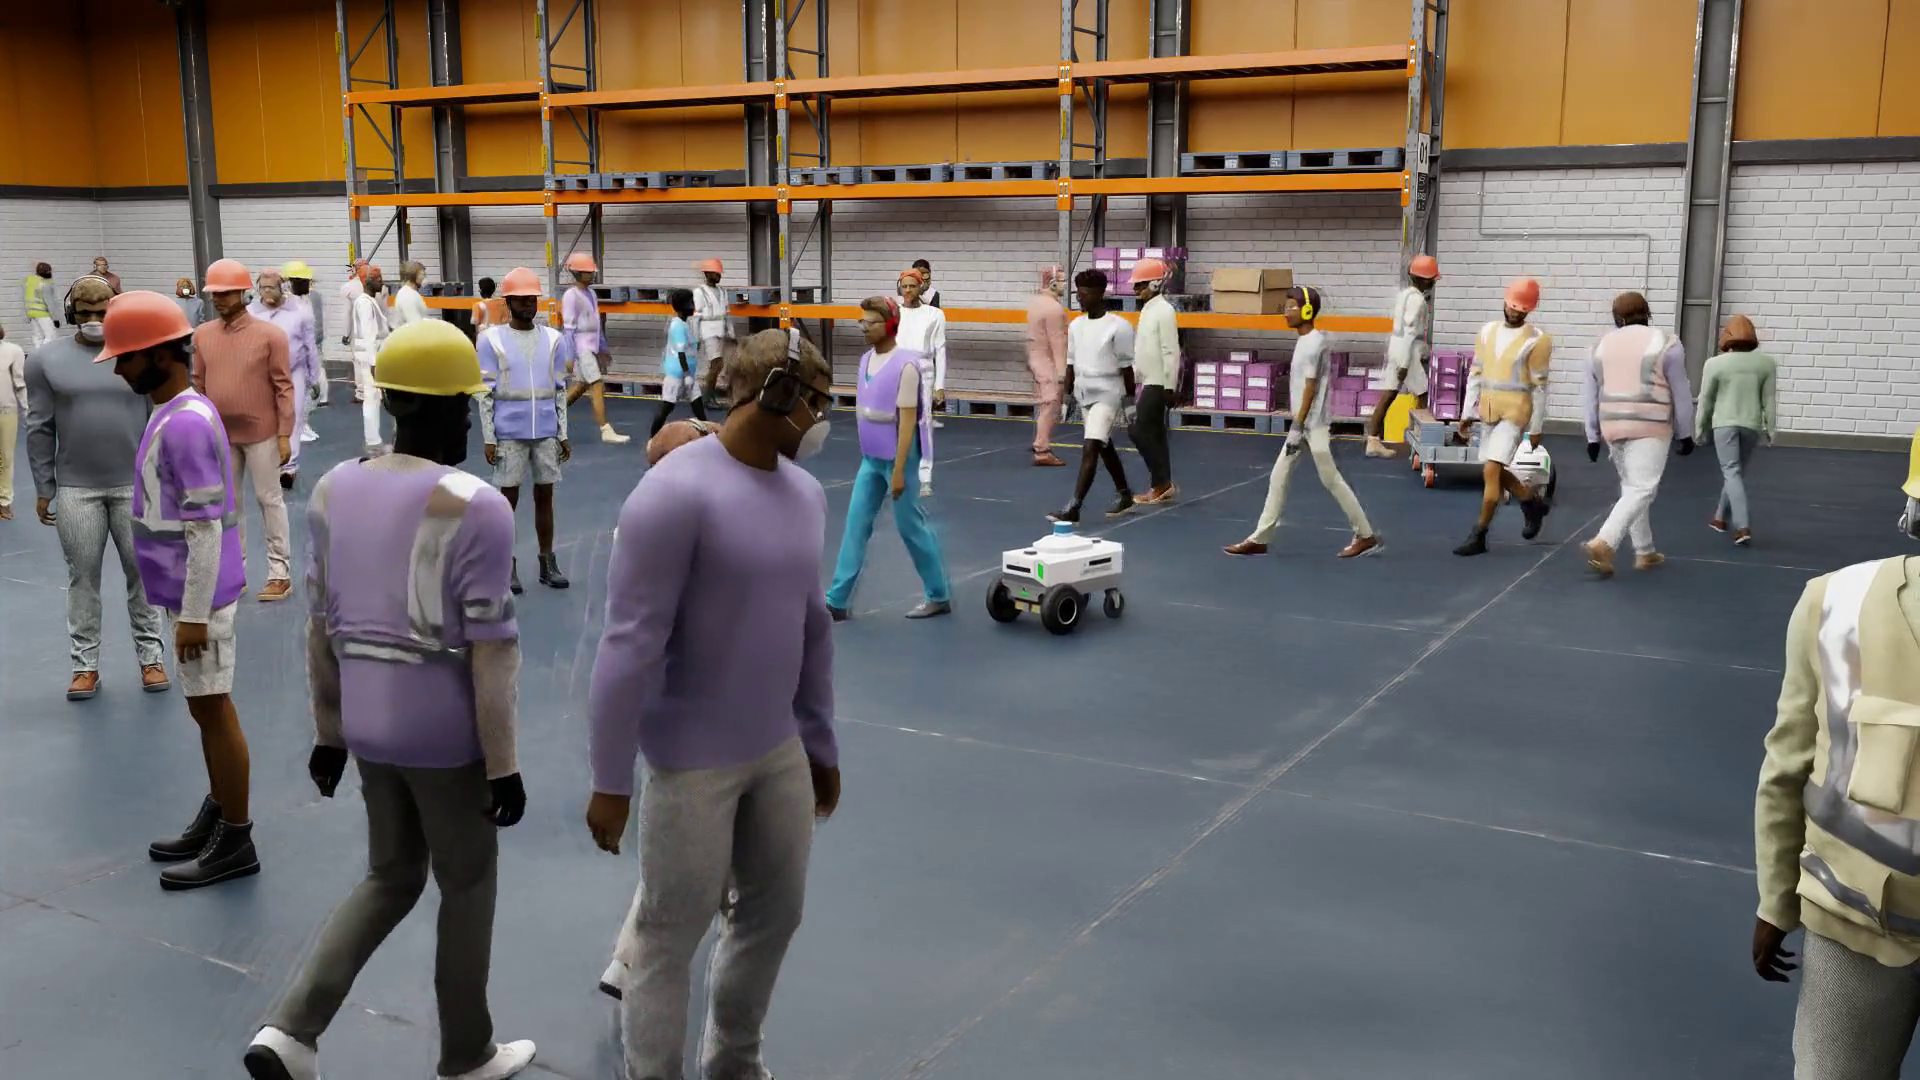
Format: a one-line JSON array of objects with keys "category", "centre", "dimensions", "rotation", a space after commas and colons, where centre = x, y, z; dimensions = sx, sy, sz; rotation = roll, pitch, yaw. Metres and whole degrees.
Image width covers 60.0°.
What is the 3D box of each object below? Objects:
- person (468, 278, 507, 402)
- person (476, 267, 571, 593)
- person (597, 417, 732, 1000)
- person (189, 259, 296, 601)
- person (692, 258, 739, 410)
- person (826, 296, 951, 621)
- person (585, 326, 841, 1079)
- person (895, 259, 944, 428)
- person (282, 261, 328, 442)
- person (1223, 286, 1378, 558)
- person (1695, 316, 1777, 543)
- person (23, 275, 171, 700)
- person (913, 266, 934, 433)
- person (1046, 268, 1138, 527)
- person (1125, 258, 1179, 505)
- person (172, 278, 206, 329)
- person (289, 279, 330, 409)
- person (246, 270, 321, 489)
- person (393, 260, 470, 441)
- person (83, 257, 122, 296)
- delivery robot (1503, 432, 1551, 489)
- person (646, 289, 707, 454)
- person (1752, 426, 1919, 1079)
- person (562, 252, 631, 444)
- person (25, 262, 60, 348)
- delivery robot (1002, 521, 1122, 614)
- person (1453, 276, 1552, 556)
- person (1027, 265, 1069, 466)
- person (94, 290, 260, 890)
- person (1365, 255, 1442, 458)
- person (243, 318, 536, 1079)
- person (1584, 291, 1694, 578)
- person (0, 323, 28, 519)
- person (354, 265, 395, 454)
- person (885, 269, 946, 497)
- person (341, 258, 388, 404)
[{"category": "person", "centre": [-6.190, -2.580, 21.699], "dimensions": [0.867, 1.648, 0.536], "rotation": [5, 11, 27]}, {"category": "person", "centre": [-2.597, -0.654, 9.977], "dimensions": [0.545, 1.942, 0.353], "rotation": [-7, 12, -33]}, {"category": "person", "centre": [-0.767, 0.463, 4.642], "dimensions": [0.524, 1.607, 0.850], "rotation": [6, 12, 32]}, {"category": "person", "centre": [-4.187, -0.628, 9.685], "dimensions": [0.622, 1.990, 0.401], "rotation": [1, 10, 7]}, {"category": "person", "centre": [-3.065, -2.581, 20.946], "dimensions": [0.499, 1.919, 0.554], "rotation": [5, 11, 27]}, {"category": "person", "centre": [-0.442, -0.434, 9.142], "dimensions": [0.885, 1.799, 0.590], "rotation": [-6, 12, -31]}, {"category": "person", "centre": [-0.547, 0.496, 3.627], "dimensions": [0.358, 1.904, 0.781], "rotation": [6, 12, 32]}, {"category": "person", "centre": [-0.468, -2.227, 18.962], "dimensions": [0.617, 1.915, 0.382], "rotation": [7, 12, 34]}, {"category": "person", "centre": [-6.978, -1.985, 17.599], "dimensions": [0.437, 1.909, 0.609], "rotation": [1, 10, 5]}, {"category": "person", "centre": [2.322, -0.765, 11.006], "dimensions": [1.028, 1.816, 0.542], "rotation": [0, 10, 0]}, {"category": "person", "centre": [5.479, -0.783, 11.733], "dimensions": [0.507, 1.583, 0.889], "rotation": [0, 10, 3]}, {"category": "person", "centre": [-3.926, -0.241, 7.663], "dimensions": [0.627, 1.935, 0.371], "rotation": [-5, 11, -25]}, {"category": "person", "centre": [-0.456, -2.109, 18.488], "dimensions": [0.337, 1.845, 0.514], "rotation": [0, 10, 2]}, {"category": "person", "centre": [1.013, -1.069, 12.442], "dimensions": [1.041, 1.908, 0.603], "rotation": [-8, 13, -39]}, {"category": "person", "centre": [1.524, -1.250, 13.267], "dimensions": [0.463, 1.969, 0.609], "rotation": [-1, 10, -3]}, {"category": "person", "centre": [-10.688, -2.806, 23.039], "dimensions": [0.500, 1.633, 0.282], "rotation": [-8, 13, -40]}, {"category": "person", "centre": [-8.424, -2.560, 21.187], "dimensions": [0.807, 1.791, 0.596], "rotation": [2, 10, 13]}, {"category": "person", "centre": [-5.885, -1.372, 14.281], "dimensions": [0.677, 1.852, 0.990], "rotation": [-2, 10, -10]}, {"category": "person", "centre": [-5.656, -1.998, 17.675], "dimensions": [0.886, 1.903, 0.643], "rotation": [-2, 10, -11]}, {"category": "person", "centre": [-14.717, -3.913, 28.601], "dimensions": [0.417, 1.893, 0.657], "rotation": [7, 12, 35]}, {"category": "delivery robot", "centre": [4.607, -0.636, 13.538], "dimensions": [0.477, 0.478, 0.707], "rotation": [3, 10, 15]}, {"category": "person", "centre": [-2.715, -1.643, 16.406], "dimensions": [0.893, 1.643, 0.540], "rotation": [0, 10, 1]}, {"category": "person", "centre": [1.677, 0.657, 2.862], "dimensions": [0.597, 1.832, 0.404], "rotation": [7, 12, 34]}, {"category": "person", "centre": [-3.998, -2.010, 17.489], "dimensions": [0.988, 2.012, 0.608], "rotation": [1, 10, 7]}, {"category": "person", "centre": [-15.231, -3.700, 27.636], "dimensions": [0.695, 1.808, 0.441], "rotation": [6, 12, 31]}, {"category": "delivery robot", "centre": [0.566, 0.141, 9.137], "dimensions": [0.707, 0.478, 0.477], "rotation": [-9, 14, -43]}, {"category": "person", "centre": [3.737, -0.840, 11.211], "dimensions": [0.874, 1.880, 0.592], "rotation": [-6, 12, -30]}, {"category": "person", "centre": [0.877, -1.628, 15.643], "dimensions": [0.446, 1.887, 0.668], "rotation": [-2, 10, -11]}, {"category": "person", "centre": [-2.520, 0.165, 5.383], "dimensions": [0.382, 1.928, 0.543], "rotation": [-5, 11, -27]}, {"category": "person", "centre": [4.433, -1.755, 16.098], "dimensions": [1.008, 1.971, 0.641], "rotation": [0, 10, 0]}, {"category": "person", "centre": [-1.319, 0.448, 3.858], "dimensions": [0.597, 1.909, 0.658], "rotation": [5, 11, 28]}, {"category": "person", "centre": [4.219, -0.670, 10.501], "dimensions": [0.883, 1.794, 0.643], "rotation": [-7, 12, -35]}, {"category": "person", "centre": [-7.193, -0.919, 12.403], "dimensions": [0.523, 1.600, 0.752], "rotation": [-7, 12, -36]}, {"category": "person", "centre": [-5.862, -1.798, 16.618], "dimensions": [0.343, 1.881, 0.584], "rotation": [-3, 10, -17]}, {"category": "person", "centre": [-0.405, -1.293, 13.767], "dimensions": [0.573, 1.883, 0.355], "rotation": [1, 10, 4]}, {"category": "person", "centre": [-7.866, -2.753, 21.963], "dimensions": [0.407, 1.908, 0.642], "rotation": [9, 14, 43]}]
